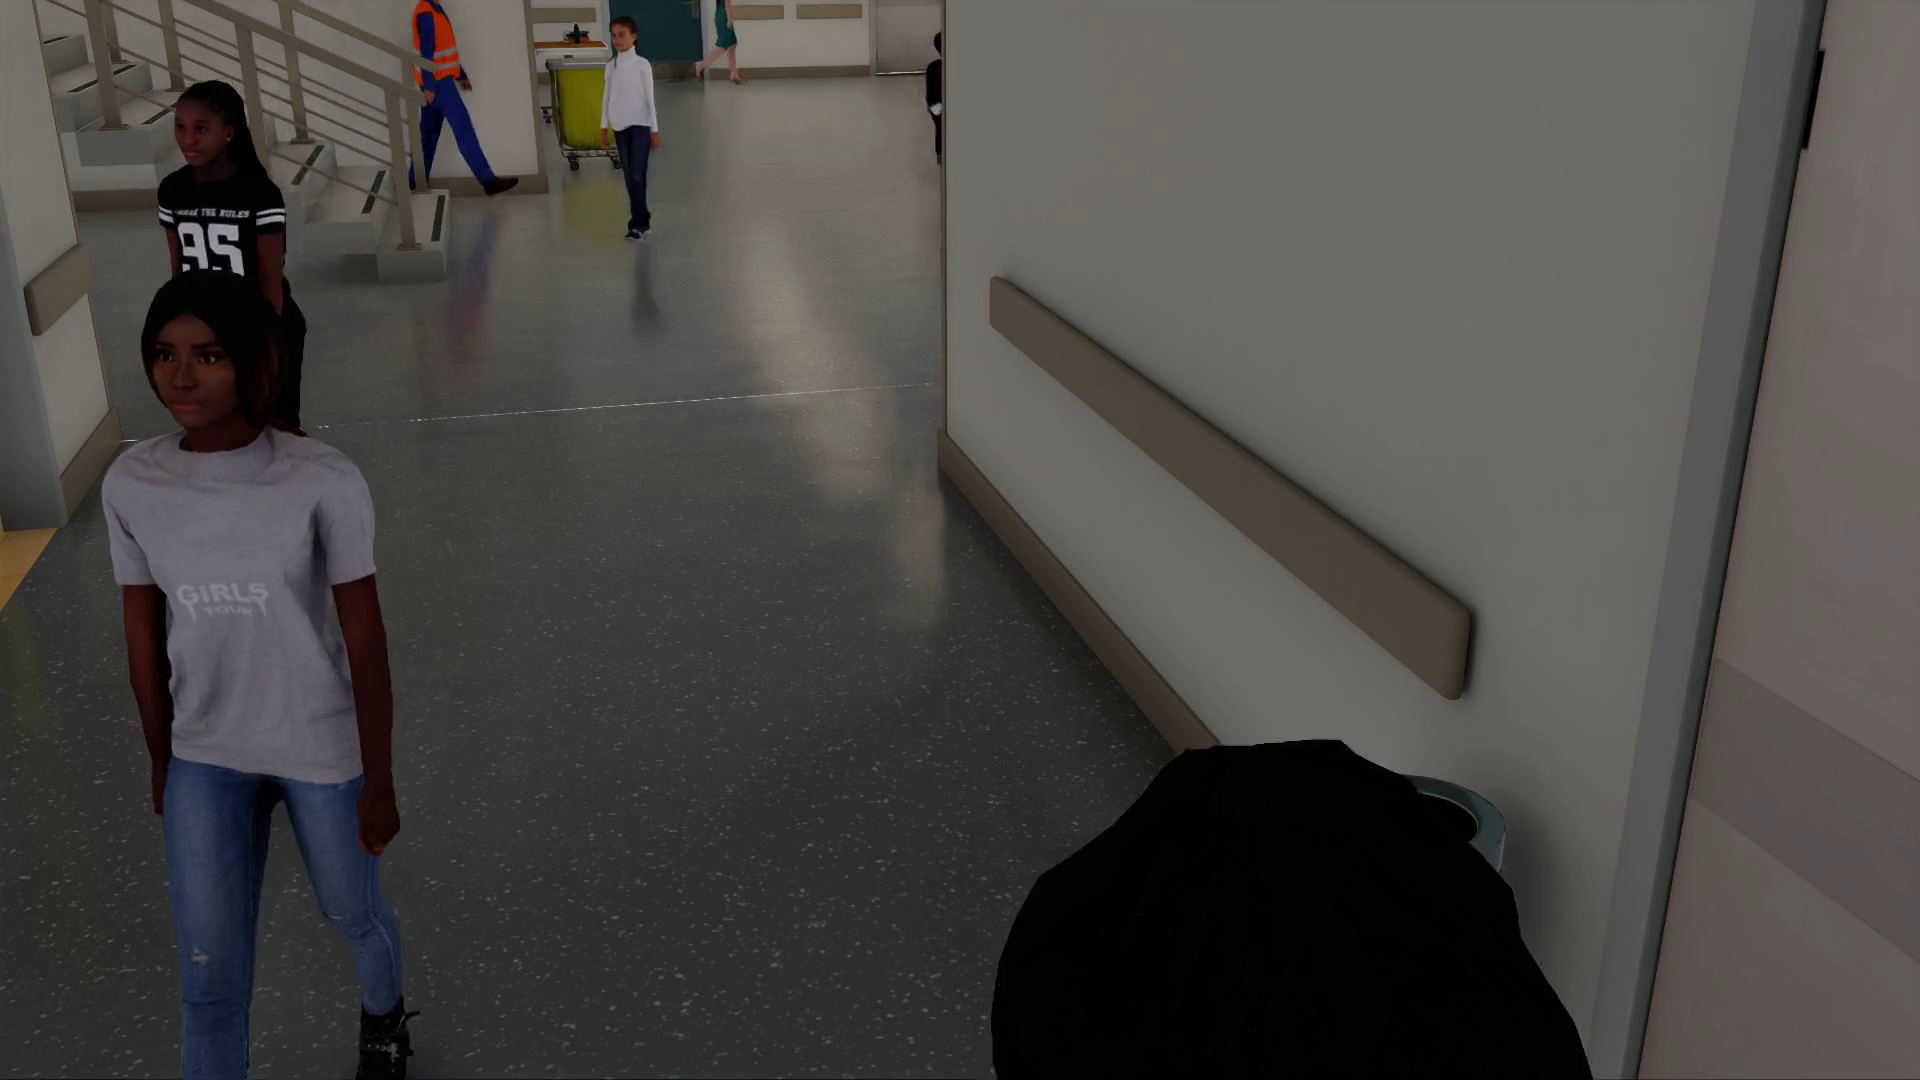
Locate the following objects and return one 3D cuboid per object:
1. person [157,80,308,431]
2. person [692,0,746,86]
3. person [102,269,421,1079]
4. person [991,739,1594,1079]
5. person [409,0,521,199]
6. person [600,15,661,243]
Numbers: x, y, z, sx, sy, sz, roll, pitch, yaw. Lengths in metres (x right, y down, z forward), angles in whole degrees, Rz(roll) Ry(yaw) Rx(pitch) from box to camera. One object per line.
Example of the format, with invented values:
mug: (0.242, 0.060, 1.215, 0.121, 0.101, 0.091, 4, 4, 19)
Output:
person: (-2.352, -0.653, 5.589, 0.724, 1.716, 0.772, 2, 21, 5)
person: (-3.192, -6.827, 21.961, 1.015, 1.665, 0.696, -10, 23, -25)
person: (-1.166, 0.372, 2.929, 1.081, 1.683, 0.814, -1, 21, -3)
person: (0.161, 1.012, 1.054, 0.983, 1.802, 0.752, -3, 21, -9)
person: (-4.234, -3.588, 13.186, 1.085, 1.824, 0.676, -5, 21, -14)
person: (-2.282, -2.904, 11.787, 0.880, 1.535, 0.859, 6, 21, 15)
